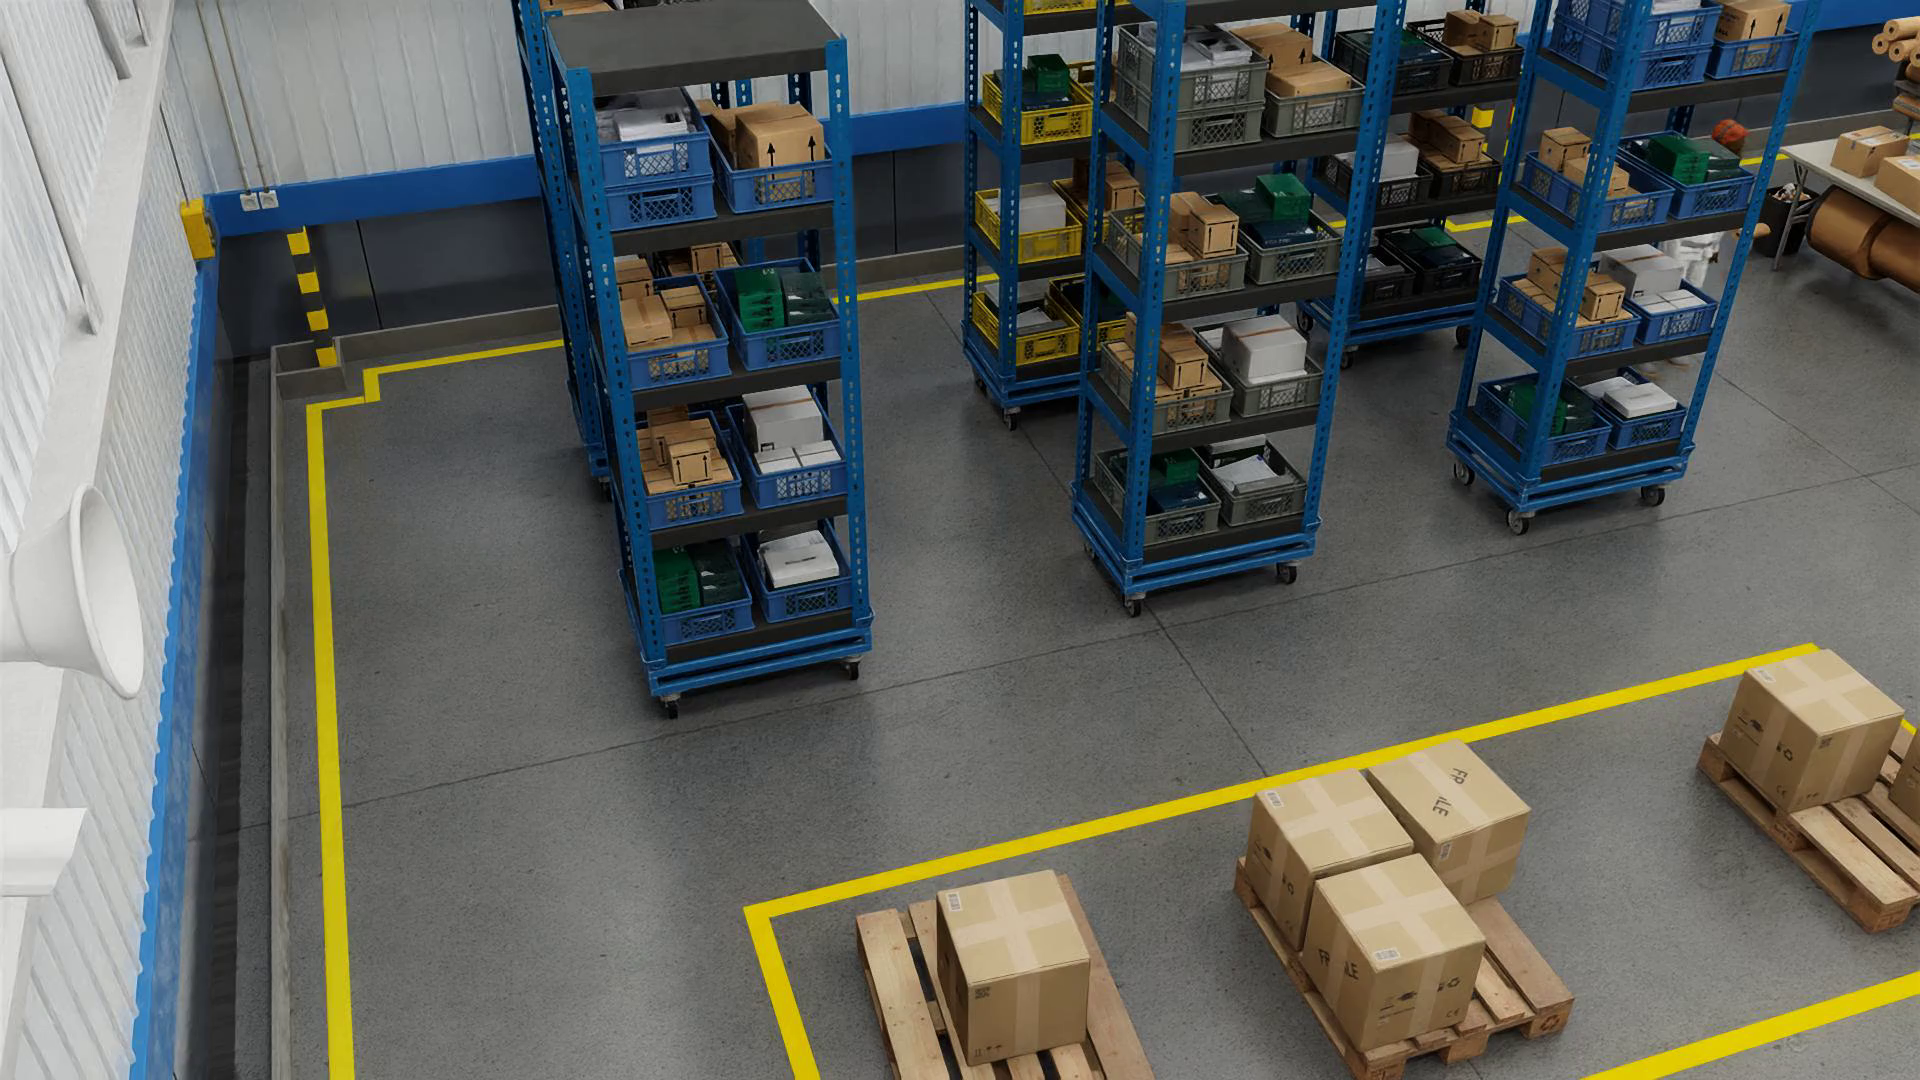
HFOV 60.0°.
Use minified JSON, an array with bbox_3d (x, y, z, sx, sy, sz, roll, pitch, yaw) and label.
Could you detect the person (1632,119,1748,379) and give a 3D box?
[{"bbox_3d":[5.063,-2.009,11.512,0.580,1.874,0.339,-18,39,-23],"label":"person"}]
